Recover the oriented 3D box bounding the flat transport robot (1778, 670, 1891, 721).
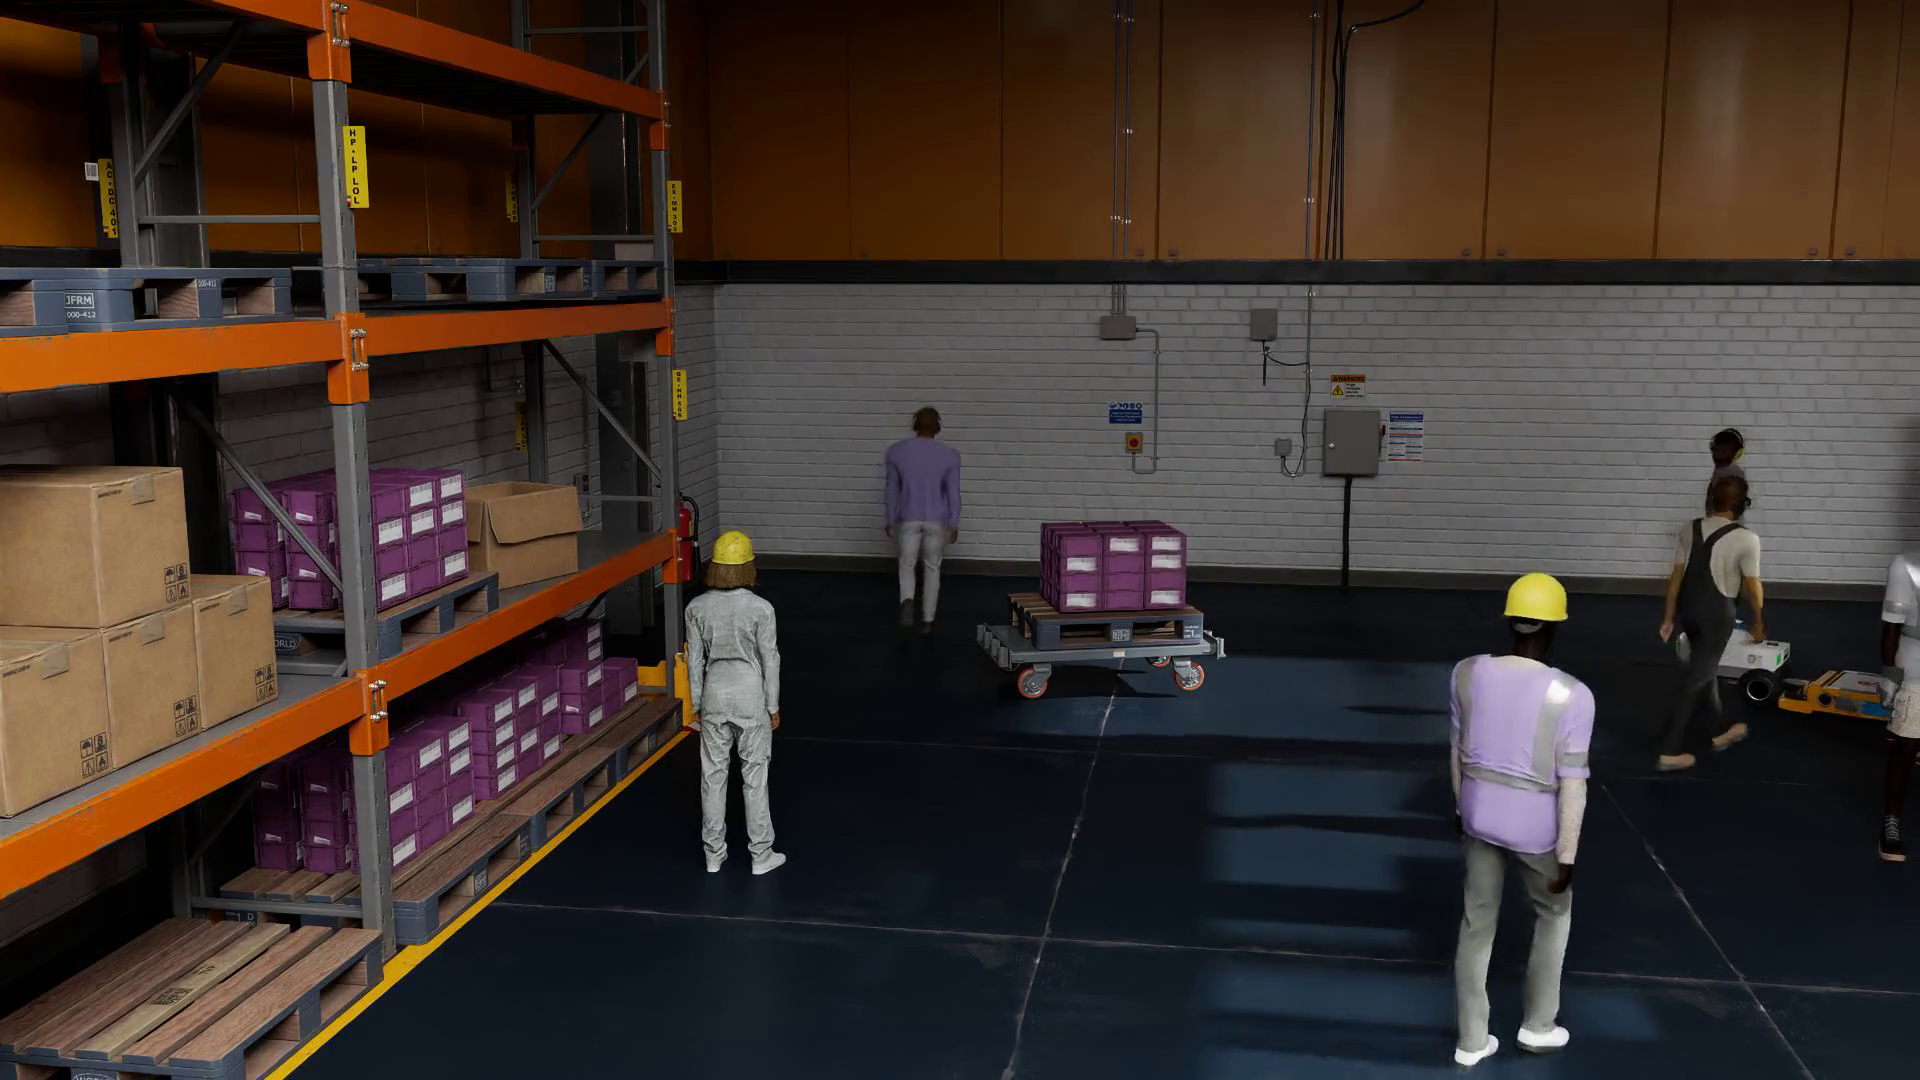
[{"bbox_3d":[6.367,1.094,11.194,1.431,0.197,0.652,7,12,39],"label":"flat transport robot"}]

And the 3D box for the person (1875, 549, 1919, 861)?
[{"bbox_3d":[5.014,0.688,8.487,0.613,1.961,0.368,2,9,10],"label":"person"}]

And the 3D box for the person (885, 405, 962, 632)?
[{"bbox_3d":[-0.309,-0.153,13.806,0.651,1.925,0.604,1,9,6],"label":"person"}]

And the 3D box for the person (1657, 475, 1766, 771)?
[{"bbox_3d":[4.665,0.495,10.167,0.960,1.793,0.512,-4,10,-25],"label":"person"}]

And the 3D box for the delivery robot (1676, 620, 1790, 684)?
[{"bbox_3d":[5.475,0.807,11.801,0.707,0.478,0.477,6,11,35],"label":"delivery robot"}]

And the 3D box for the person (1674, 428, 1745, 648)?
[{"bbox_3d":[5.925,0.025,13.044,0.372,1.822,0.601,2,10,15],"label":"person"}]

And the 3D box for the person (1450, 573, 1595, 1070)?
[{"bbox_3d":[2.142,1.065,6.364,0.602,1.904,0.685,8,12,41],"label":"person"}]

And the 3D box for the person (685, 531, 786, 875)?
[{"bbox_3d":[-1.127,0.818,8.371,0.484,1.744,0.295,2,9,12],"label":"person"}]
